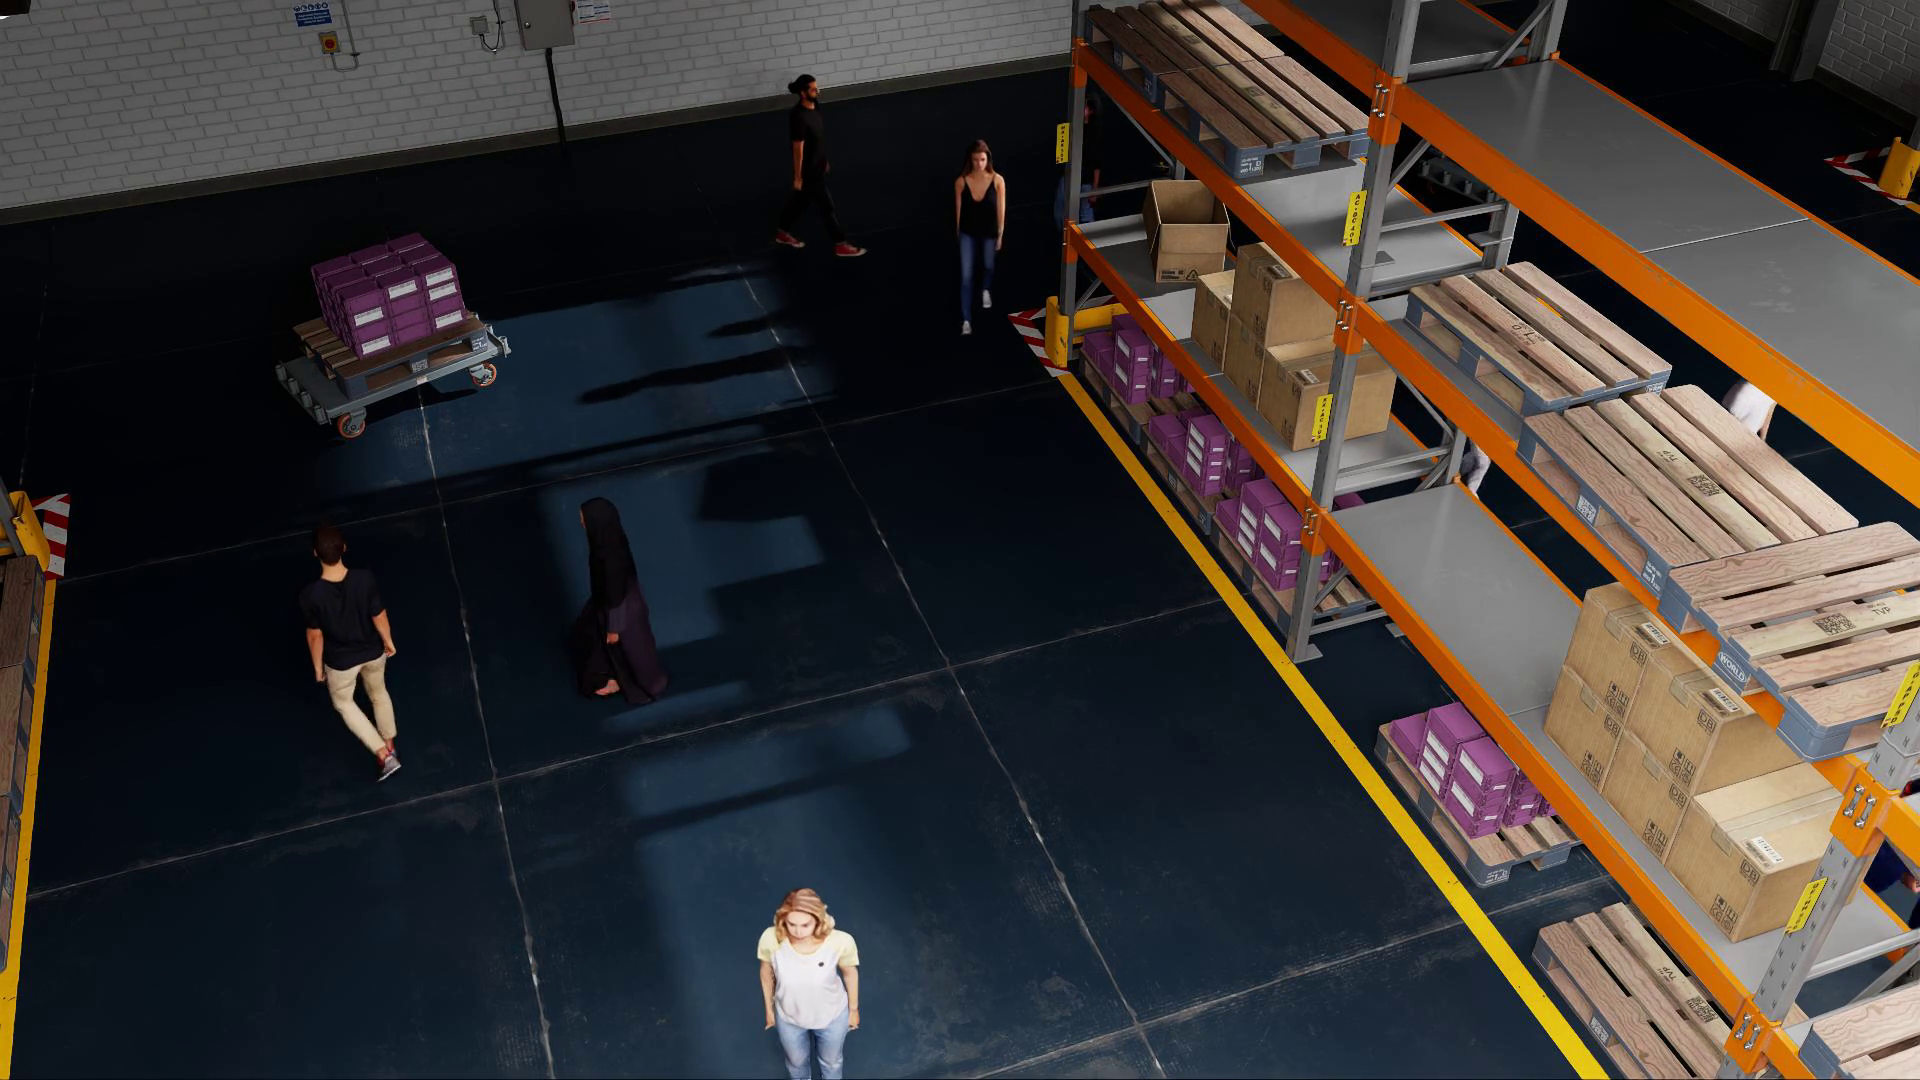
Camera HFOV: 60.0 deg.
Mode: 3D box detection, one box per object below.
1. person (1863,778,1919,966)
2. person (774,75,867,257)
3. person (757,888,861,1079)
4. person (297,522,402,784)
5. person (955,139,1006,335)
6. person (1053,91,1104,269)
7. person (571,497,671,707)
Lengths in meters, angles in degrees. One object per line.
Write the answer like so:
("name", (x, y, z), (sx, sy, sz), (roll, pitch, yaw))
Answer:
("person", (4.993, 1.544, 8.792), (0.698, 1.837, 0.934), (-14, 41, -17))
("person", (-1.428, -3.360, 15.031), (1.067, 1.716, 1.160), (7, 39, 8))
("person", (-0.715, 2.250, 7.999), (0.695, 1.723, 0.658), (0, 39, 0))
("person", (-3.546, 0.724, 9.820), (0.810, 1.836, 0.946), (-26, 46, -29))
("person", (0.175, -2.650, 14.175), (0.818, 1.674, 1.139), (0, 39, 0))
("person", (1.132, -3.235, 14.900), (0.695, 1.682, 0.778), (27, 46, 30))
("person", (-2.054, 0.386, 10.431), (0.689, 1.601, 0.740), (-13, 40, -15))
